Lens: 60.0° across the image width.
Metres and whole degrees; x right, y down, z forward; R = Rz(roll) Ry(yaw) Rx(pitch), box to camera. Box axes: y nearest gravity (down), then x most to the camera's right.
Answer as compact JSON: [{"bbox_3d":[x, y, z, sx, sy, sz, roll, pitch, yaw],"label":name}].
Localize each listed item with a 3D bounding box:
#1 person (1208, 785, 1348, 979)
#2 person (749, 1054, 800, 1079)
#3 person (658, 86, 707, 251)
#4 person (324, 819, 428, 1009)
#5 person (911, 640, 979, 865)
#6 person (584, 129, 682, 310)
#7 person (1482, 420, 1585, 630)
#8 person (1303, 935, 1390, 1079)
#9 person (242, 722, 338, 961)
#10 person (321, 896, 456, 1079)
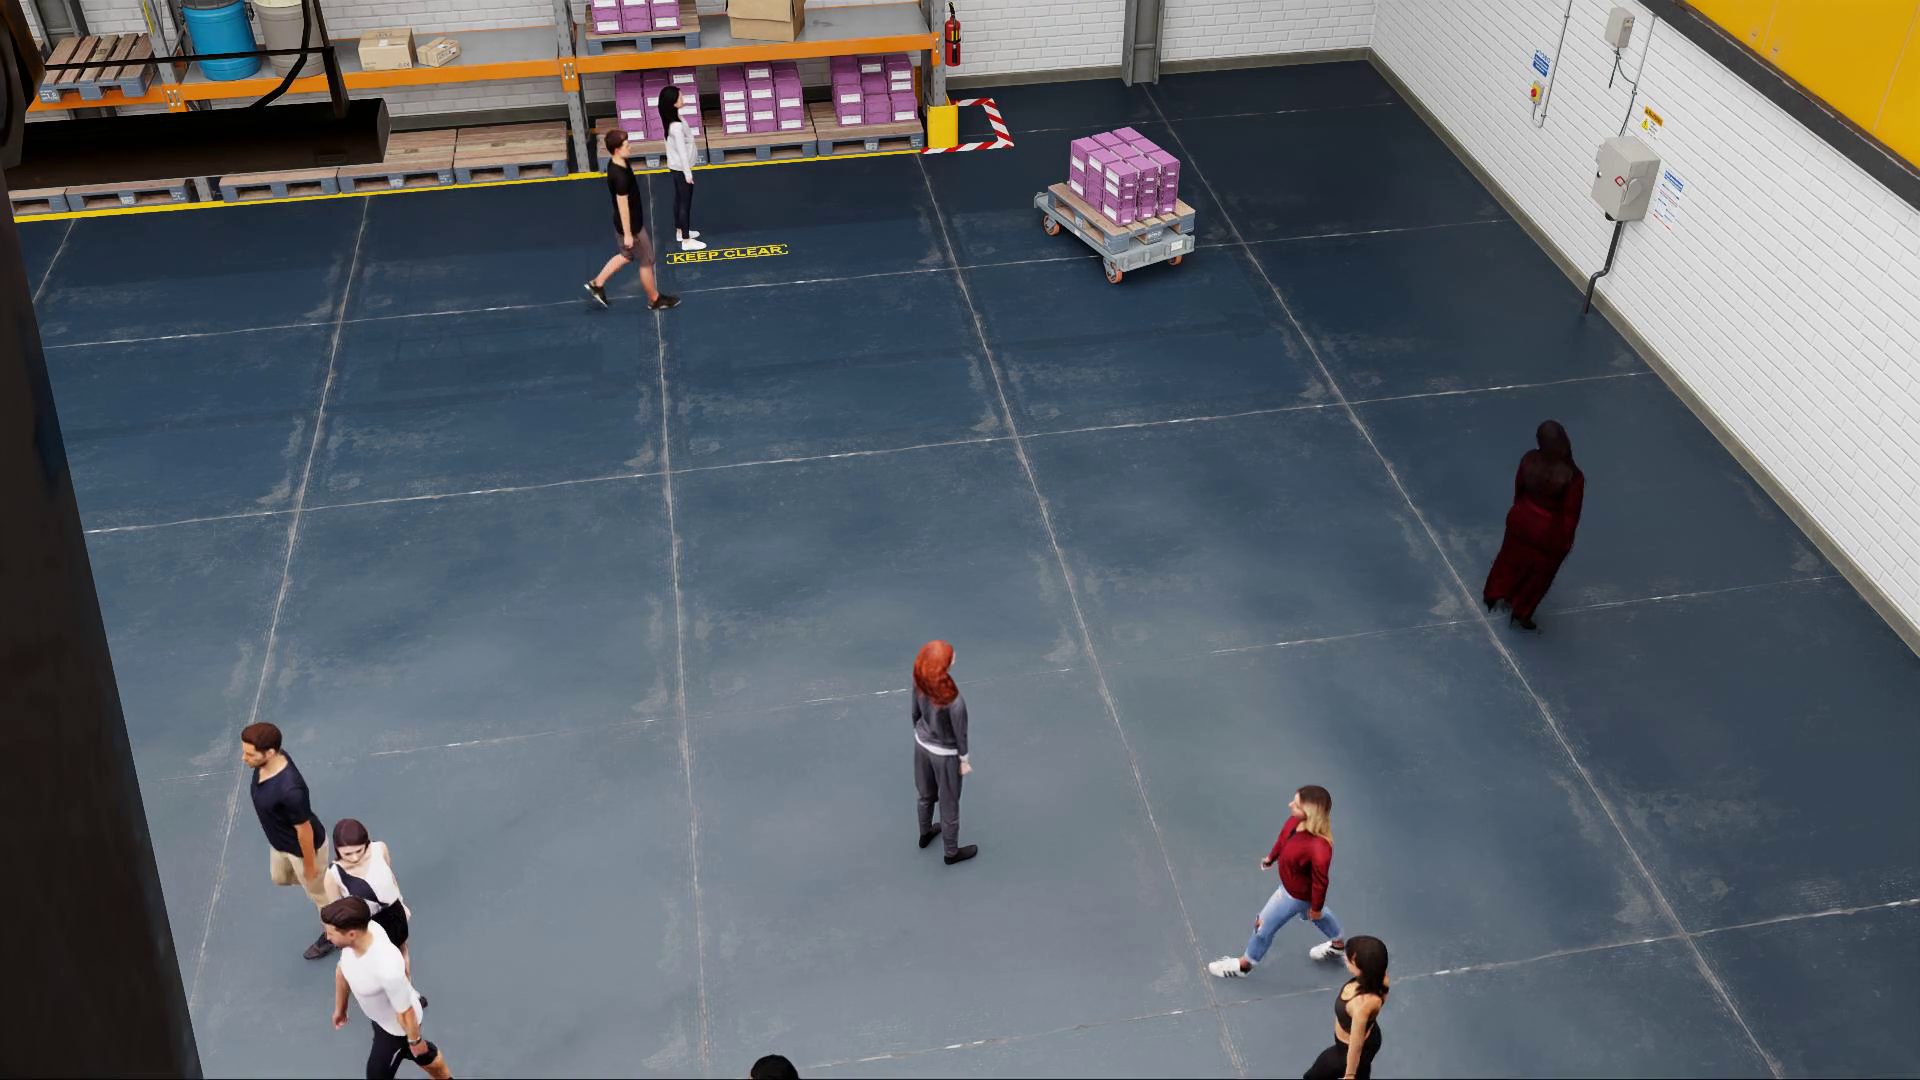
[{"bbox_3d":[2.024,1.974,9.562,1.156,1.595,0.773,1,39,1],"label":"person"},{"bbox_3d":[-0.844,3.058,8.094,0.646,1.733,0.669,-21,43,-24],"label":"person"},{"bbox_3d":[-2.797,-3.731,16.622,0.618,1.701,0.664,-14,41,-17],"label":"person"},{"bbox_3d":[-3.276,2.141,9.310,0.695,1.650,0.632,25,45,28],"label":"person"},{"bbox_3d":[-0.128,1.302,10.257,0.679,1.779,0.661,-31,48,-33],"label":"person"},{"bbox_3d":[-3.179,-2.954,15.537,1.110,1.840,0.684,-8,39,-9],"label":"person"},{"bbox_3d":[4.199,-0.073,12.015,0.759,1.733,0.784,-13,40,-15],"label":"person"},{"bbox_3d":[2.124,2.677,8.656,0.891,1.627,0.814,19,42,22],"label":"person"},{"bbox_3d":[-3.785,1.697,9.704,0.886,1.852,0.828,-29,47,-32],"label":"person"},{"bbox_3d":[-2.919,2.451,8.777,0.987,1.830,0.867,-26,45,-29],"label":"person"}]
